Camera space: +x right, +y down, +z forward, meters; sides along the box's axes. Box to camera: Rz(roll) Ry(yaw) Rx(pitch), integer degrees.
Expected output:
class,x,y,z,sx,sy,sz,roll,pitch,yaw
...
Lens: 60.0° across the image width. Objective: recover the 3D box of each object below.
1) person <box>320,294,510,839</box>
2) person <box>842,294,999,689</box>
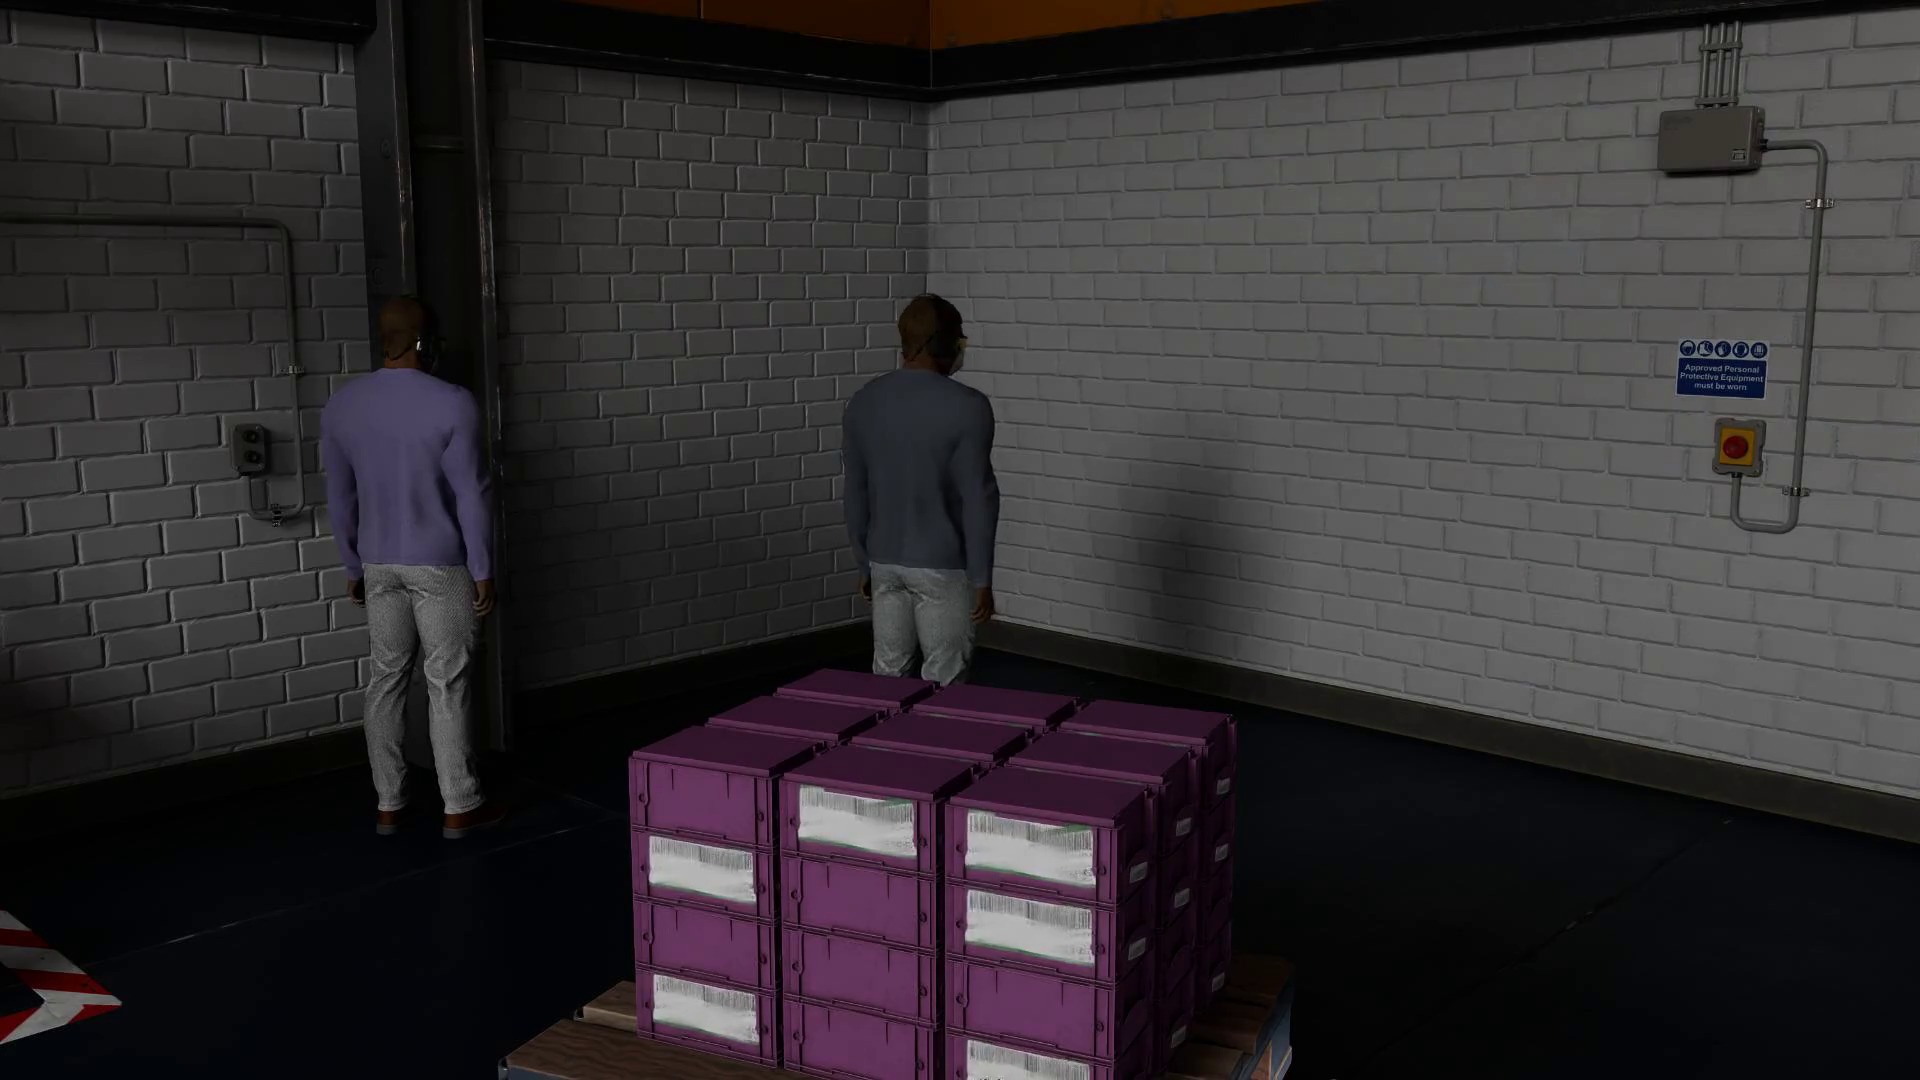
class,x,y,z,sx,sy,sz,roll,pitch,yaw
person,-1.929,0.102,5.915,0.627,1.934,0.372,2,10,14
person,-0.134,0.107,5.881,0.629,1.935,0.372,7,11,36
